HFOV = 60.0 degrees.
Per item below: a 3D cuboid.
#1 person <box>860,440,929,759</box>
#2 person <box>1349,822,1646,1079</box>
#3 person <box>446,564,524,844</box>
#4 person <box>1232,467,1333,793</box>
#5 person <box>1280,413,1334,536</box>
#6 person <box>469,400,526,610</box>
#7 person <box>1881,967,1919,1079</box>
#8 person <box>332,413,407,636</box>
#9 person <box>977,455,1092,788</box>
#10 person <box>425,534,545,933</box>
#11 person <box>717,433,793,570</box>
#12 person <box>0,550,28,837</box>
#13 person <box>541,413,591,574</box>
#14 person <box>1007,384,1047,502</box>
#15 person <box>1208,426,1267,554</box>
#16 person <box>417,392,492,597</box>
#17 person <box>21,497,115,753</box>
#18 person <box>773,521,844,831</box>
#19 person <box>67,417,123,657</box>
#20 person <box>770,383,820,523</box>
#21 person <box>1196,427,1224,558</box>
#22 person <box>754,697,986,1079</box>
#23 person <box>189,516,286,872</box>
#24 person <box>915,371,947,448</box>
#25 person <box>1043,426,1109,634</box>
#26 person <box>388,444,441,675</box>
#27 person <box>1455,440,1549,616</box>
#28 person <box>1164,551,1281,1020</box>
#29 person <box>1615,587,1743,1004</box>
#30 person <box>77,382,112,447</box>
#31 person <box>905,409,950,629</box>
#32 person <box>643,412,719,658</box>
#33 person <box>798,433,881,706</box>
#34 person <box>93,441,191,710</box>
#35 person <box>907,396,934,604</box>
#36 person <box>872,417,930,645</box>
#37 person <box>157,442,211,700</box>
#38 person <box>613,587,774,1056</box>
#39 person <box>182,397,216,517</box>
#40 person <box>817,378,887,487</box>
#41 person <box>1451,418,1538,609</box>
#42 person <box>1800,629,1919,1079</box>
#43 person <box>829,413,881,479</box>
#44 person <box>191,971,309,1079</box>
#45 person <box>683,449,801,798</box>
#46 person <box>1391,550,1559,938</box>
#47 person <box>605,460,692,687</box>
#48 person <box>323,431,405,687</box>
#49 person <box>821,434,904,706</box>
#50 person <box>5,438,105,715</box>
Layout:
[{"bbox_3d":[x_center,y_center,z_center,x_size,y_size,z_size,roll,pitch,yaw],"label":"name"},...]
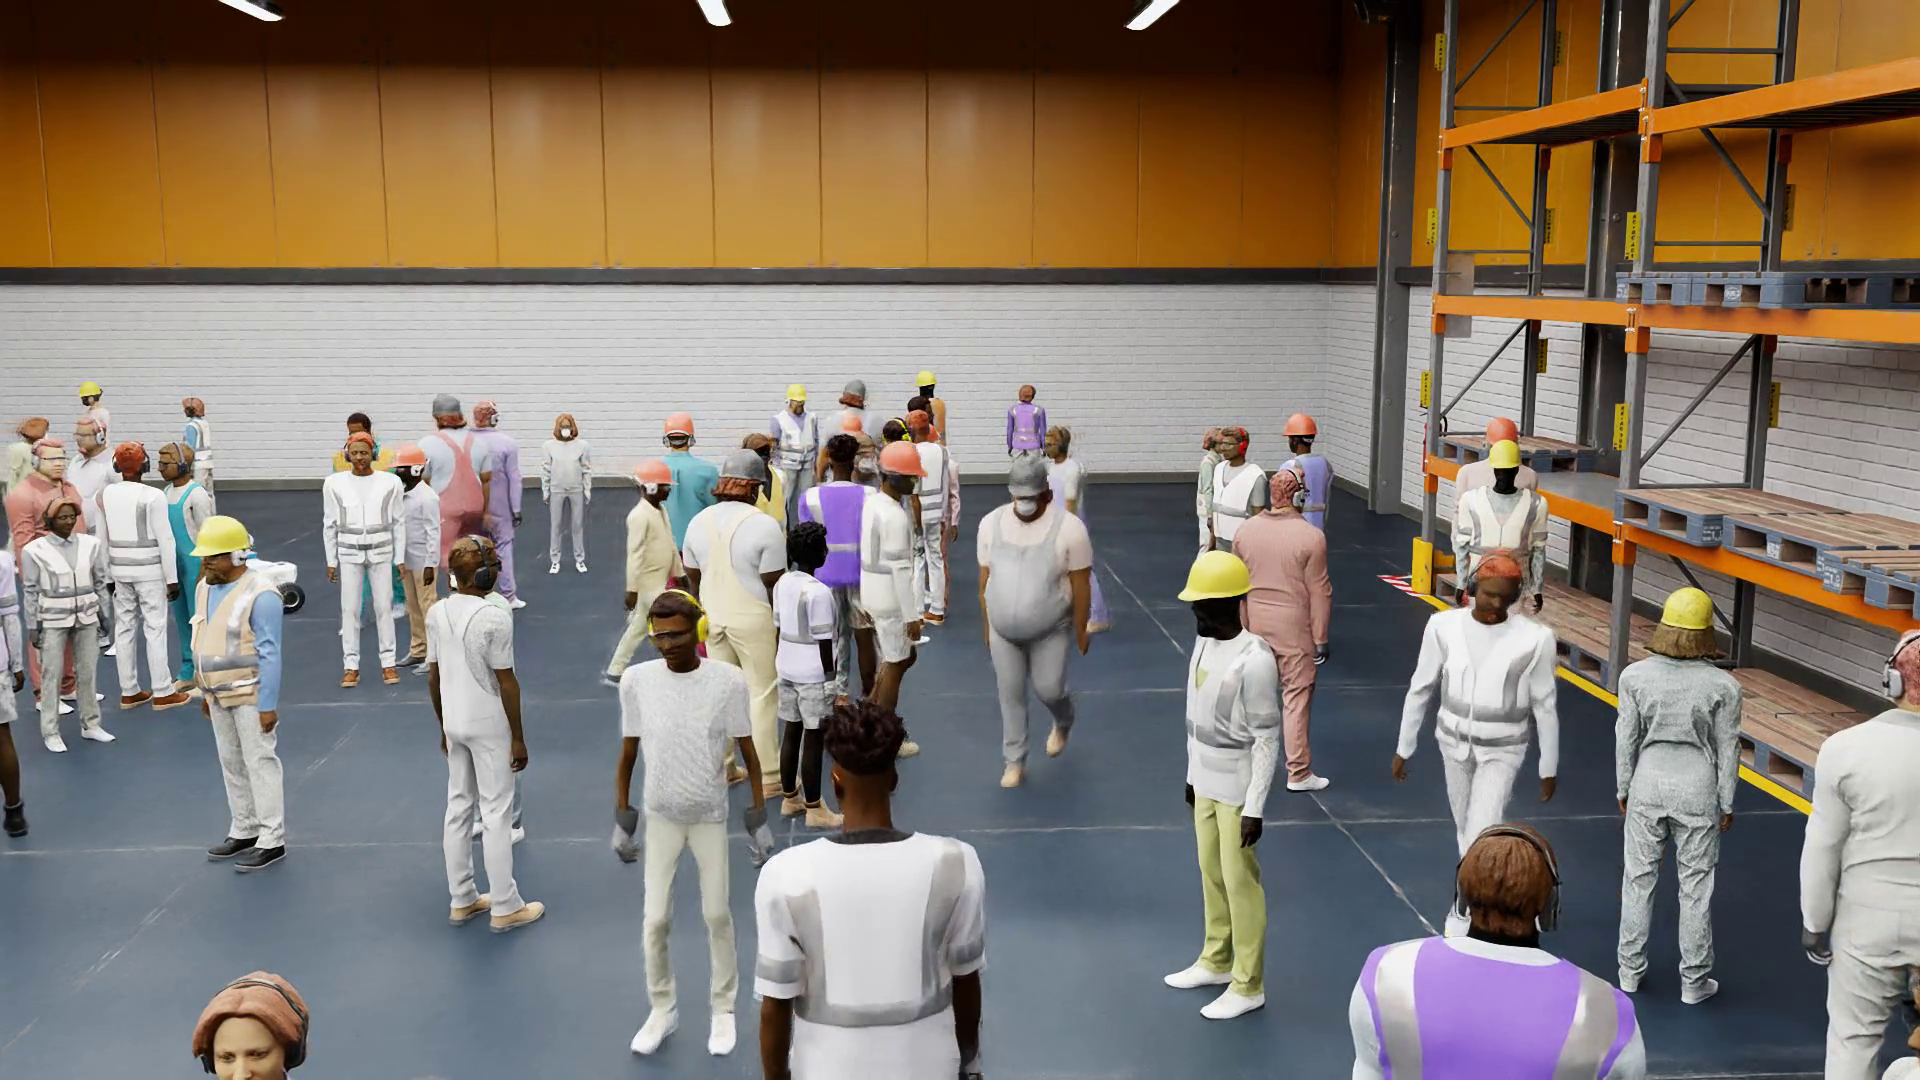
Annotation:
[{"bbox_3d":[-0.407,0.387,10.319,0.429,2.012,0.649,-2,9,-14],"label":"person"},{"bbox_3d":[1.179,1.529,3.726,0.619,1.836,0.431,4,10,23],"label":"person"},{"bbox_3d":[-2.543,0.820,8.813,0.503,1.626,0.275,6,11,34],"label":"person"},{"bbox_3d":[1.915,0.525,9.787,0.639,1.909,0.409,9,13,44],"label":"person"},{"bbox_3d":[2.721,-0.048,13.316,0.541,1.929,0.382,-6,11,-34],"label":"person"},{"bbox_3d":[-4.243,-0.305,14.993,0.642,1.909,0.399,1,9,7],"label":"person"},{"bbox_3d":[1.856,1.620,3.099,0.325,1.843,0.517,-2,9,-14],"label":"person"},{"bbox_3d":[-5.076,-0.175,14.325,0.605,1.871,1.028,1,9,4],"label":"person"},{"bbox_3d":[0.442,0.434,9.930,0.695,2.000,0.719,3,9,17],"label":"person"},{"bbox_3d":[-2.214,0.889,7.685,0.504,1.847,0.344,5,10,27],"label":"person"},{"bbox_3d":[-1.527,0.105,12.625,0.637,1.842,0.429,-8,12,-42],"label":"person"},{"bbox_3d":[-5.306,0.662,8.865,0.548,1.929,0.389,-5,11,-31],"label":"person"},{"bbox_3d":[-3.997,-0.474,16.908,0.497,1.634,0.287,-3,9,-16],"label":"person"},{"bbox_3d":[0.852,-1.164,21.229,0.523,1.636,0.311,2,9,15],"label":"person"},{"bbox_3d":[2.187,0.020,13.137,0.388,1.847,0.563,-5,11,-31],"label":"person"},{"bbox_3d":[-4.398,-0.299,14.536,0.853,2.000,0.679,7,12,39],"label":"person"},{"bbox_3d":[-5.687,0.532,10.595,0.314,1.632,0.517,6,11,35],"label":"person"},{"bbox_3d":[-0.829,0.736,9.116,0.317,1.696,0.539,-6,11,-34],"label":"person"},{"bbox_3d":[-6.874,-0.031,13.260,0.641,1.912,0.407,4,10,23],"label":"person"},{"bbox_3d":[-1.844,-0.859,18.774,0.615,1.820,0.413,-6,11,-35],"label":"person"},{"bbox_3d":[2.322,-0.219,15.294,0.308,1.640,0.514,3,9,16],"label":"person"},{"bbox_3d":[-0.224,1.373,4.331,0.597,1.942,0.426,-1,9,-5],"label":"person"},{"bbox_3d":[-3.688,0.773,8.501,0.593,1.823,0.403,6,11,33],"label":"person"},{"bbox_3d":[-0.354,-0.996,19.279,0.383,1.923,0.590,4,10,21],"label":"person"},{"bbox_3d":[0.846,-0.064,13.875,0.982,1.785,0.513,-4,10,-24],"label":"person"},{"bbox_3d":[-4.149,0.141,12.664,0.327,1.752,0.563,-8,12,-42],"label":"person"},{"bbox_3d":[3.652,0.279,11.258,0.587,1.928,0.382,3,10,18],"label":"person"},{"bbox_3d":[1.065,0.991,6.799,0.385,1.922,0.594,-3,9,-18],"label":"person"},{"bbox_3d":[2.988,1.058,6.949,0.487,1.744,0.296,6,11,32],"label":"person"},{"bbox_3d":[-10.344,-1.017,19.937,0.523,1.760,0.335,6,11,35],"label":"person"},{"bbox_3d":[-0.335,-0.177,14.249,0.572,1.887,0.356,-9,13,-44],"label":"person"},{"bbox_3d":[-2.115,0.020,12.717,0.615,1.989,0.402,1,9,4],"label":"person"},{"bbox_3d":[-0.786,0.258,11.268,0.608,1.966,0.371,0,9,-2],"label":"person"},{"bbox_3d":[-5.699,0.251,11.575,0.583,1.883,0.350,2,9,12],"label":"person"},{"bbox_3d":[-0.390,-0.373,15.379,0.392,1.922,0.593,0,9,-3],"label":"person"},{"bbox_3d":[-0.499,-0.066,13.592,0.510,1.877,0.328,6,11,32],"label":"person"},{"bbox_3d":[-5.537,0.219,11.895,0.513,1.845,0.335,6,11,35],"label":"person"},{"bbox_3d":[-1.040,1.086,6.427,0.627,1.855,0.366,0,9,-2],"label":"person"},{"bbox_3d":[-8.724,-0.818,19.083,0.313,1.631,0.519,-1,9,-6],"label":"person"},{"bbox_3d":[-1.109,-0.641,16.684,0.723,2.000,0.538,-5,11,-31],"label":"person"},{"bbox_3d":[3.939,0.088,12.277,0.611,1.986,0.393,1,9,6],"label":"person"},{"bbox_3d":[3.075,1.231,5.397,0.653,1.899,0.400,3,10,20],"label":"person"},{"bbox_3d":[-0.987,-0.360,15.881,0.582,1.727,0.504,5,10,26],"label":"person"},{"bbox_3d":[-1.407,1.672,3.411,0.513,1.641,0.309,-3,9,-17],"label":"person"},{"bbox_3d":[-1.229,0.470,9.709,0.673,2.000,0.535,5,11,30],"label":"person"},{"bbox_3d":[2.223,0.958,7.266,0.647,1.832,0.902,7,12,39],"label":"person"},{"bbox_3d":[-2.197,0.270,12.030,0.925,1.704,0.583,1,9,4],"label":"person"},{"bbox_3d":[-4.381,0.141,12.268,0.574,1.882,0.356,-3,10,-19],"label":"person"},{"bbox_3d":[-0.677,0.231,11.532,0.628,1.940,0.373,-3,10,-20],"label":"person"},{"bbox_3d":[-6.274,0.241,11.574,0.407,1.907,0.640,1,9,6],"label":"person"}]
